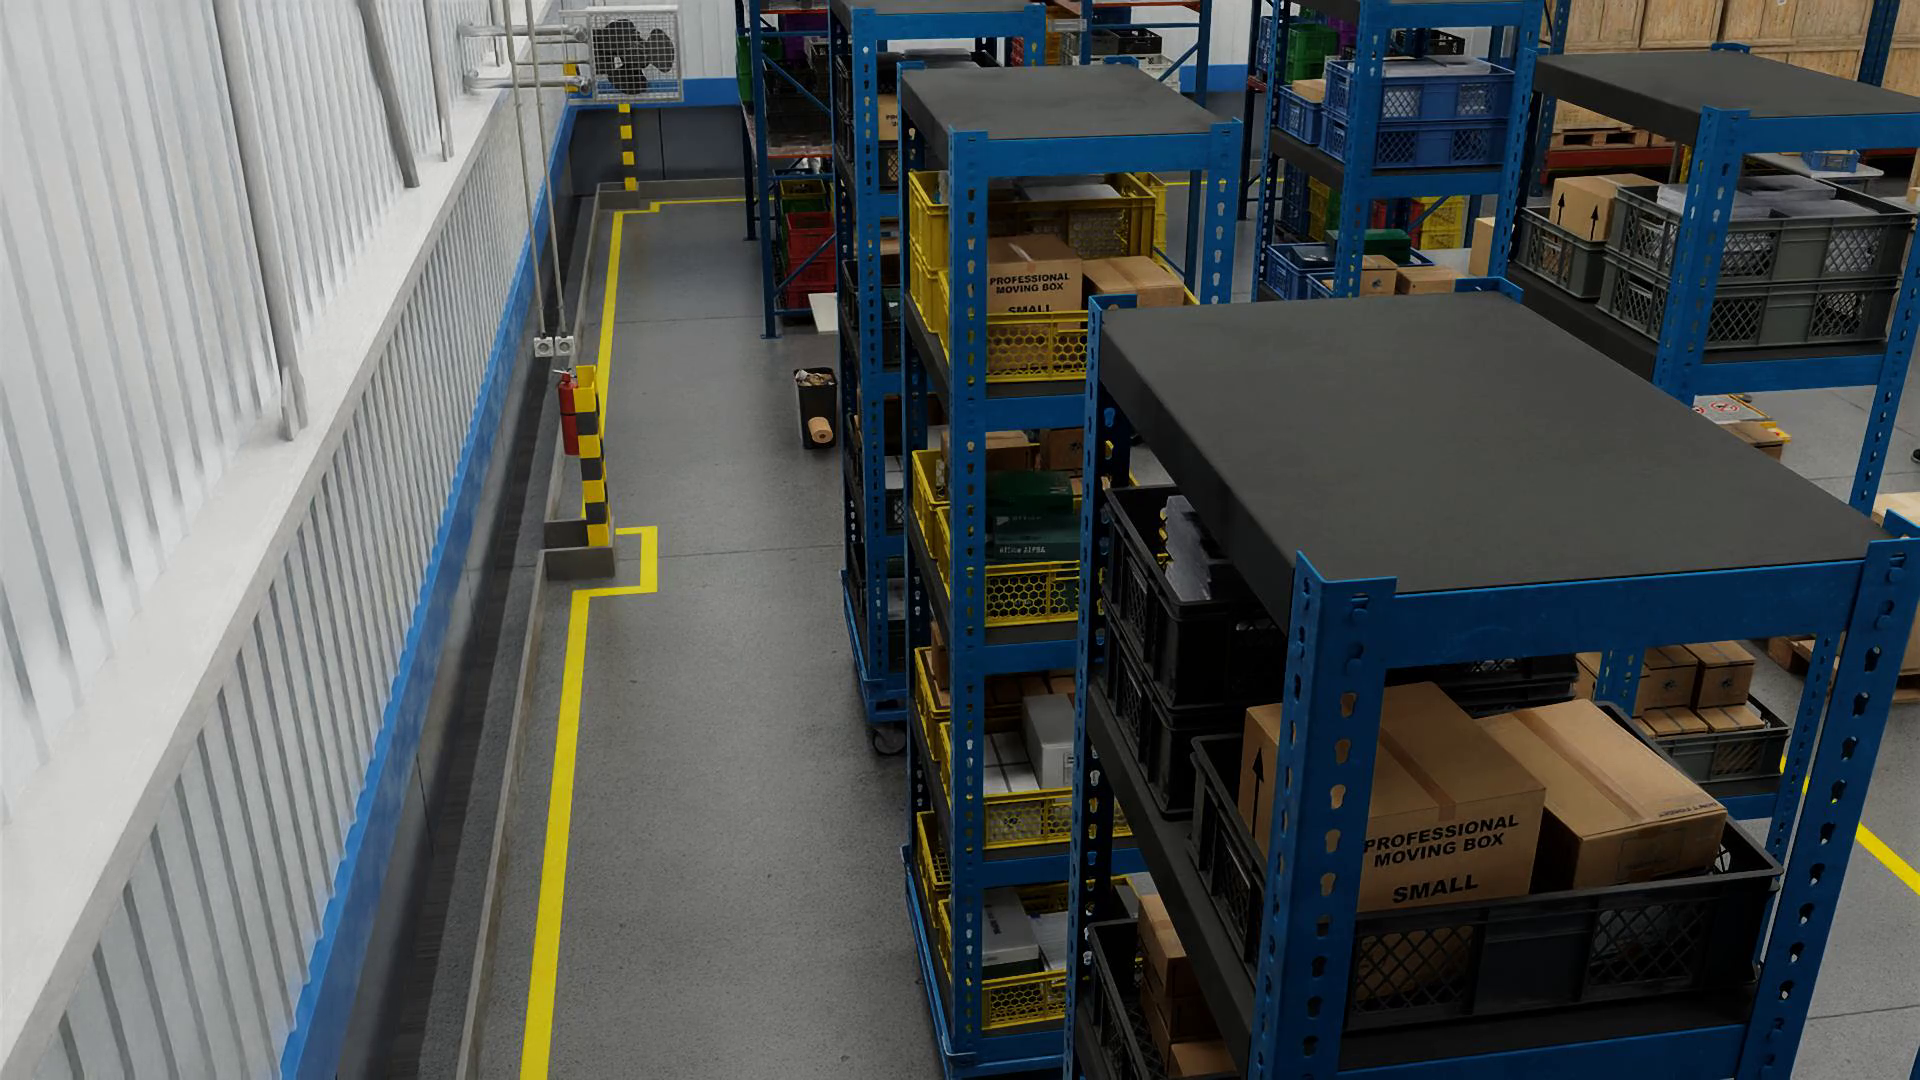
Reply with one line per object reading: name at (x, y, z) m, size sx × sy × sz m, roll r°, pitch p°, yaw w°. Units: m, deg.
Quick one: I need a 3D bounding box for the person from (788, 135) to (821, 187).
person at (-1.744, -4.599, 18.345) m, size 0.356 × 1.887 × 0.573 m, roll 15°, pitch 29°, yaw 29°

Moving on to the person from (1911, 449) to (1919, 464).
person at (6.937, -1.349, 11.342) m, size 0.591 × 1.833 × 0.403 m, roll 5°, pitch 25°, yaw 11°
